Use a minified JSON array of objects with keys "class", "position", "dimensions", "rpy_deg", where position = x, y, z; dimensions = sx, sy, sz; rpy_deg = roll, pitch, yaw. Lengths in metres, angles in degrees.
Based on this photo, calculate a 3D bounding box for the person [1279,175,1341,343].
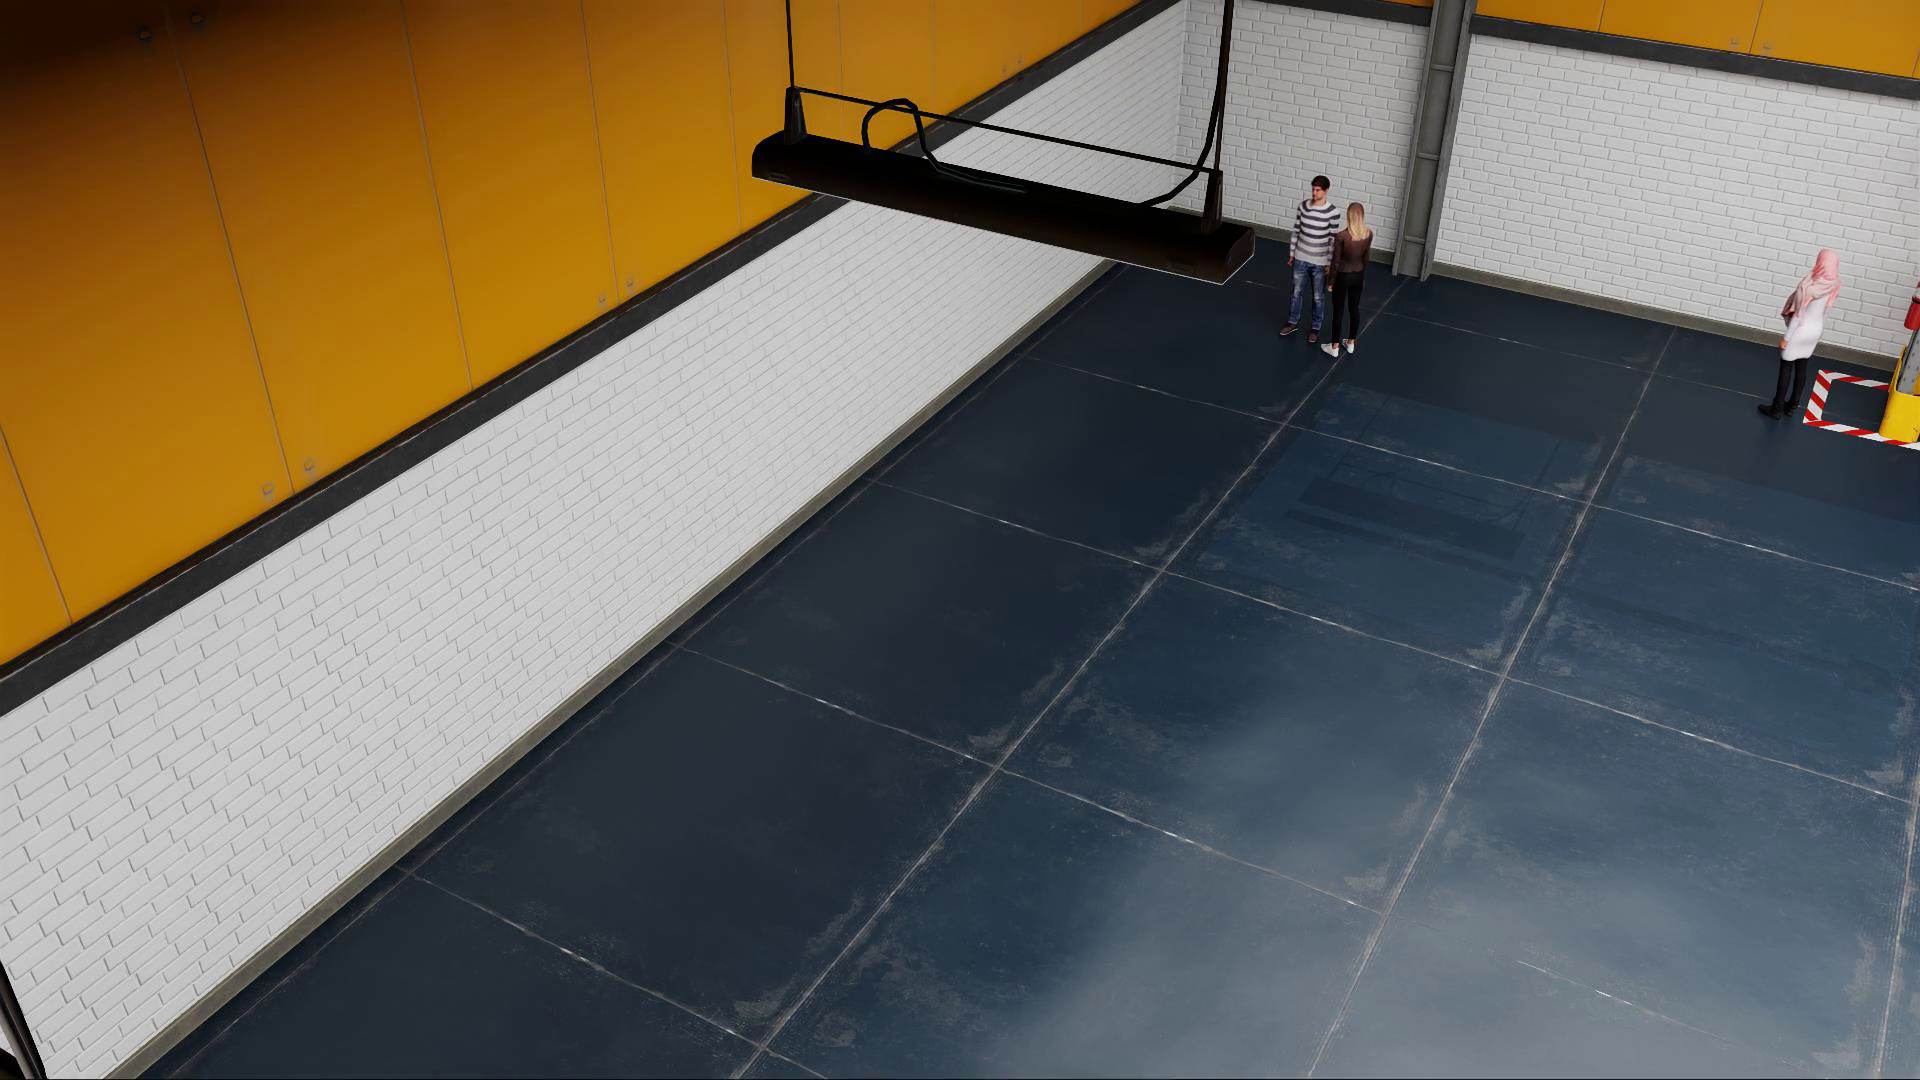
[{"class":"person","position":[3.800,-3.051,17.935],"dimensions":[0.463,1.853,0.715],"rpy_deg":[20,38,27]}]

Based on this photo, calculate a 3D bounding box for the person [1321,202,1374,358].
[{"class":"person","position":[4.118,-2.763,17.636],"dimensions":[0.672,1.703,0.717],"rpy_deg":[-11,35,-16]}]

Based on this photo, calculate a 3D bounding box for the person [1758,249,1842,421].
[{"class":"person","position":[8.342,-2.039,16.456],"dimensions":[0.743,1.804,0.797],"rpy_deg":[-10,35,-14]}]
